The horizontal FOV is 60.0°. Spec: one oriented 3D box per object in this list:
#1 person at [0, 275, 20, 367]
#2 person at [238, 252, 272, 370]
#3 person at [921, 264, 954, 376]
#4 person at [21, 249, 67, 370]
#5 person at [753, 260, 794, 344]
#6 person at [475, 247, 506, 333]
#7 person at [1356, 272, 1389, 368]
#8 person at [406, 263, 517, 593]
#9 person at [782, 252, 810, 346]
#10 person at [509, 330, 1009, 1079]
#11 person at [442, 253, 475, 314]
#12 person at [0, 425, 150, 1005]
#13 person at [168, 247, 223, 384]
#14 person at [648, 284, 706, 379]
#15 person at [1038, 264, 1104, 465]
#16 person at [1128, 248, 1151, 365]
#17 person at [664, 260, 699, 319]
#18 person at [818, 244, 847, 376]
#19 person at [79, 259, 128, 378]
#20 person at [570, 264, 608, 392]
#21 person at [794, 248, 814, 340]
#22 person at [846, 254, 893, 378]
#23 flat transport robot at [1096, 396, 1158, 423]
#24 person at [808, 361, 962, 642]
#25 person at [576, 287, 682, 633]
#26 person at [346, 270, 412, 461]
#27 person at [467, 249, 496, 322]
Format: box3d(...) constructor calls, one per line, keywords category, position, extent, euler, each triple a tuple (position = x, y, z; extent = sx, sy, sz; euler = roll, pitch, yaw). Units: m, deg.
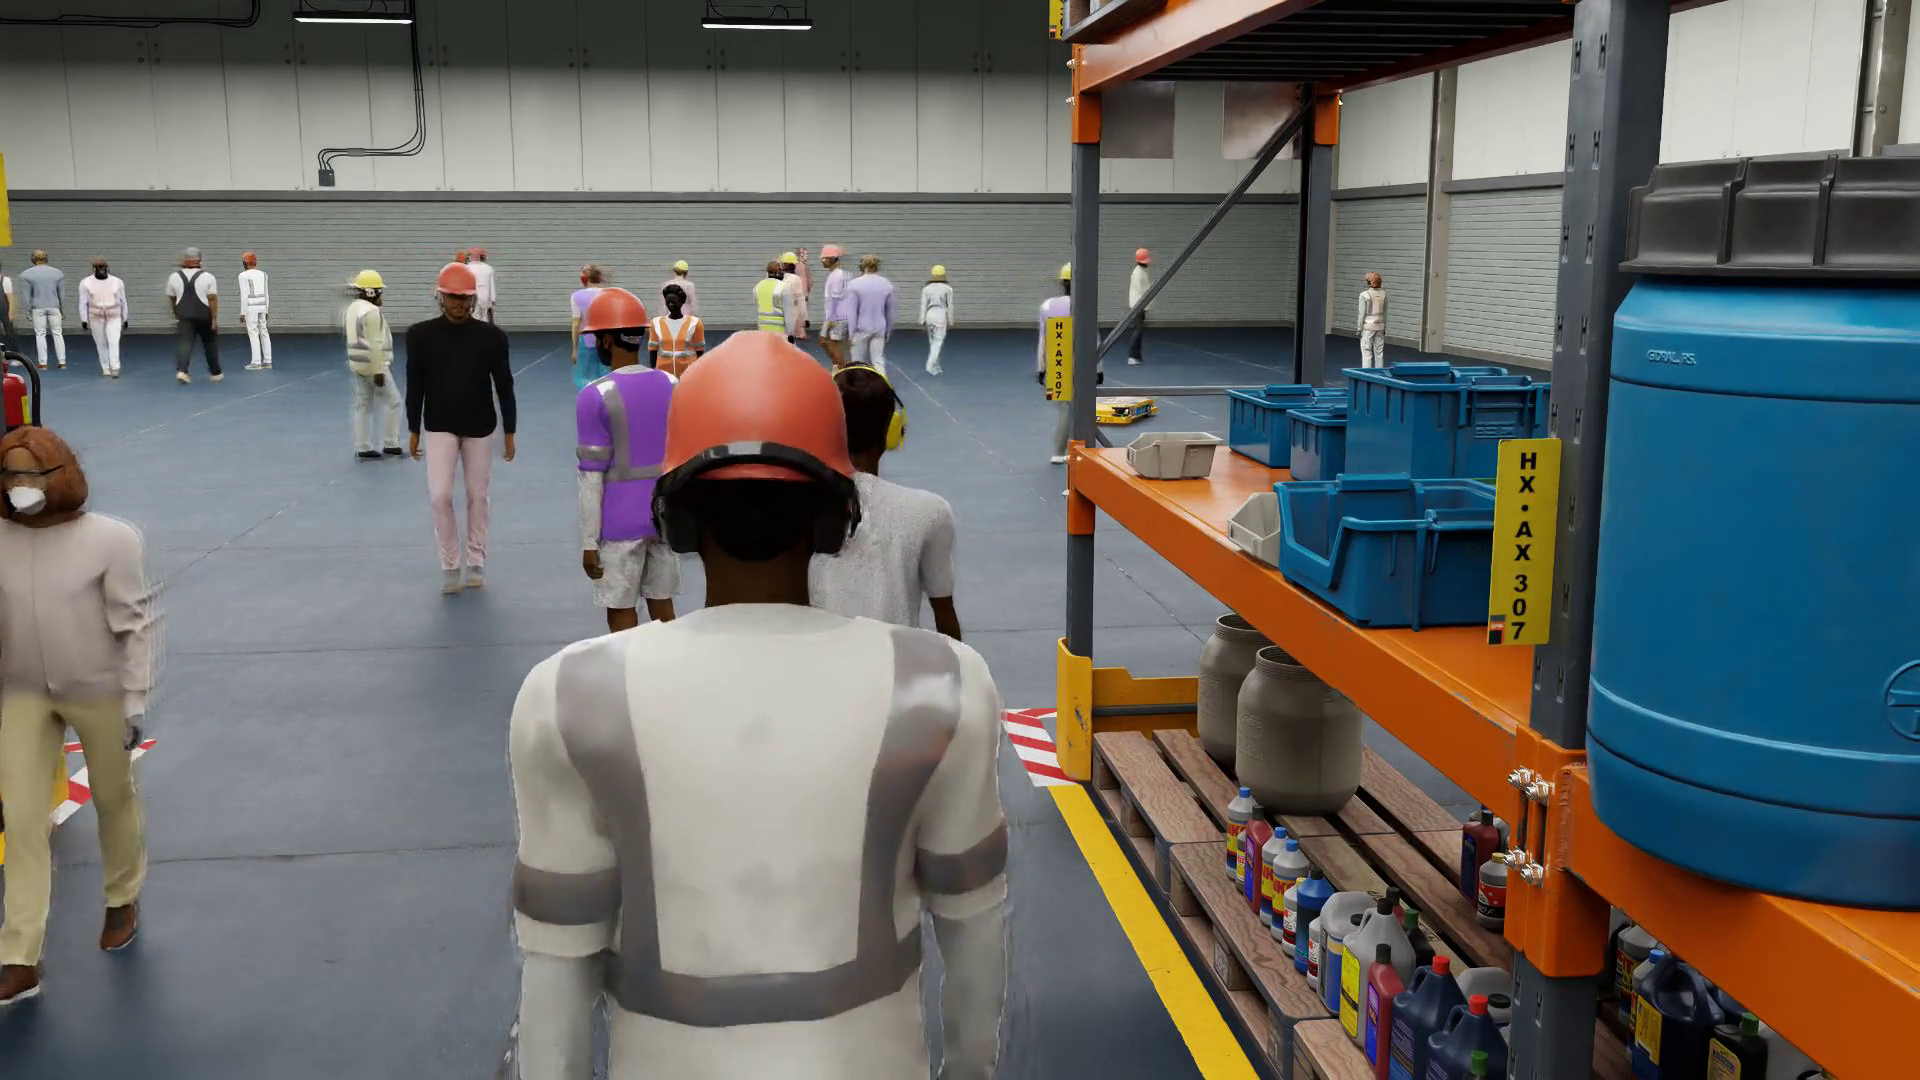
box3d(category="person", position=(-15.571, -3.671, 26.981), extent=(0.520, 1.812, 0.964), euler=(-2, 11, -13))
box3d(category="person", position=(-11.382, -3.690, 26.830), extent=(0.337, 1.882, 0.584), euler=(4, 11, 20))
box3d(category="person", position=(-0.392, -3.381, 25.607), extent=(0.492, 1.714, 0.794), euler=(4, 11, 22))
box3d(category="person", position=(-14.728, -3.702, 26.785), extent=(0.625, 1.932, 0.362), euler=(-8, 13, -37))
box3d(category="person", position=(-2.361, -2.673, 21.405), extent=(0.627, 1.836, 0.428), euler=(8, 13, 38))
box3d(category="person", position=(-10.070, -5.233, 35.244), extent=(0.890, 1.899, 0.571), euler=(-9, 13, -39))
box3d(category="person", position=(5.822, -2.961, 23.505), extent=(0.522, 1.640, 0.306), euler=(-5, 12, -28))
box3d(category="person", position=(-2.982, -0.662, 9.976), extent=(0.642, 1.970, 0.691), euler=(-3, 11, -16))
box3d(category="person", position=(-2.545, -3.448, 25.485), extent=(0.607, 1.880, 0.939), euler=(9, 14, 40))
box3d(category="person", position=(-0.257, 0.724, 2.296), extent=(0.625, 2.007, 0.919), euler=(-1, 10, -6))
box3d(category="person", position=(-9.386, -4.444, 31.108), extent=(0.653, 1.843, 0.930), euler=(-1, 10, -7))
box3d(category="person", position=(-2.561, 0.484, 4.709), extent=(0.515, 1.593, 0.813), euler=(-2, 10, -8))
box3d(category="person", position=(-11.190, -3.309, 24.310), extent=(0.690, 2.000, 1.036), euler=(-1, 10, -4))
box3d(category="person", position=(-2.630, -1.524, 15.468), extent=(0.540, 1.695, 0.317), euler=(0, 10, 0))
box3d(category="person", position=(1.096, -1.684, 15.858), extent=(0.604, 1.875, 0.949), euler=(8, 13, 36))
box3d(category="person", position=(3.035, -3.907, 27.886), extent=(0.384, 1.944, 0.733), euler=(2, 11, 13))
box3d(category="person", position=(-4.427, -3.602, 26.696), extent=(0.547, 1.743, 0.635), euler=(5, 12, 26))
box3d(category="person", position=(-1.836, -3.228, 23.932), extent=(0.444, 2.027, 0.605), euler=(-2, 11, -12))
box3d(category="person", position=(-13.039, -3.372, 25.349), extent=(0.639, 1.794, 0.986), euler=(-5, 12, -26))
box3d(category="person", position=(-4.059, -2.137, 18.460), extent=(0.592, 1.828, 0.451), euler=(-10, 14, -43))
box3d(category="person", position=(-3.270, -5.097, 34.481), extent=(0.400, 1.910, 0.643), euler=(-4, 11, -21))
box3d(category="person", position=(-1.157, -2.575, 20.651), extent=(0.664, 1.930, 0.653), euler=(-5, 12, -28))
box3d(category="flat transport robot", position=(1.822, -1.536, 19.450), extent=(0.652, 0.197, 1.431), euler=(4, 11, 21))
box3d(category="person", position=(-0.254, 0.444, 4.369), extent=(0.541, 1.815, 1.024), euler=(1, 10, 4))
box3d(category="person", position=(-1.369, -0.070, 6.885), extent=(0.384, 1.930, 0.540), euler=(8, 13, 38))
box3d(category="person", position=(-5.519, -1.659, 15.869), extent=(0.610, 1.815, 0.620), euler=(-9, 14, -40))
box3d(category="person", position=(-9.356, -4.647, 32.065), extent=(0.681, 1.881, 0.751), euler=(-8, 13, -36))
